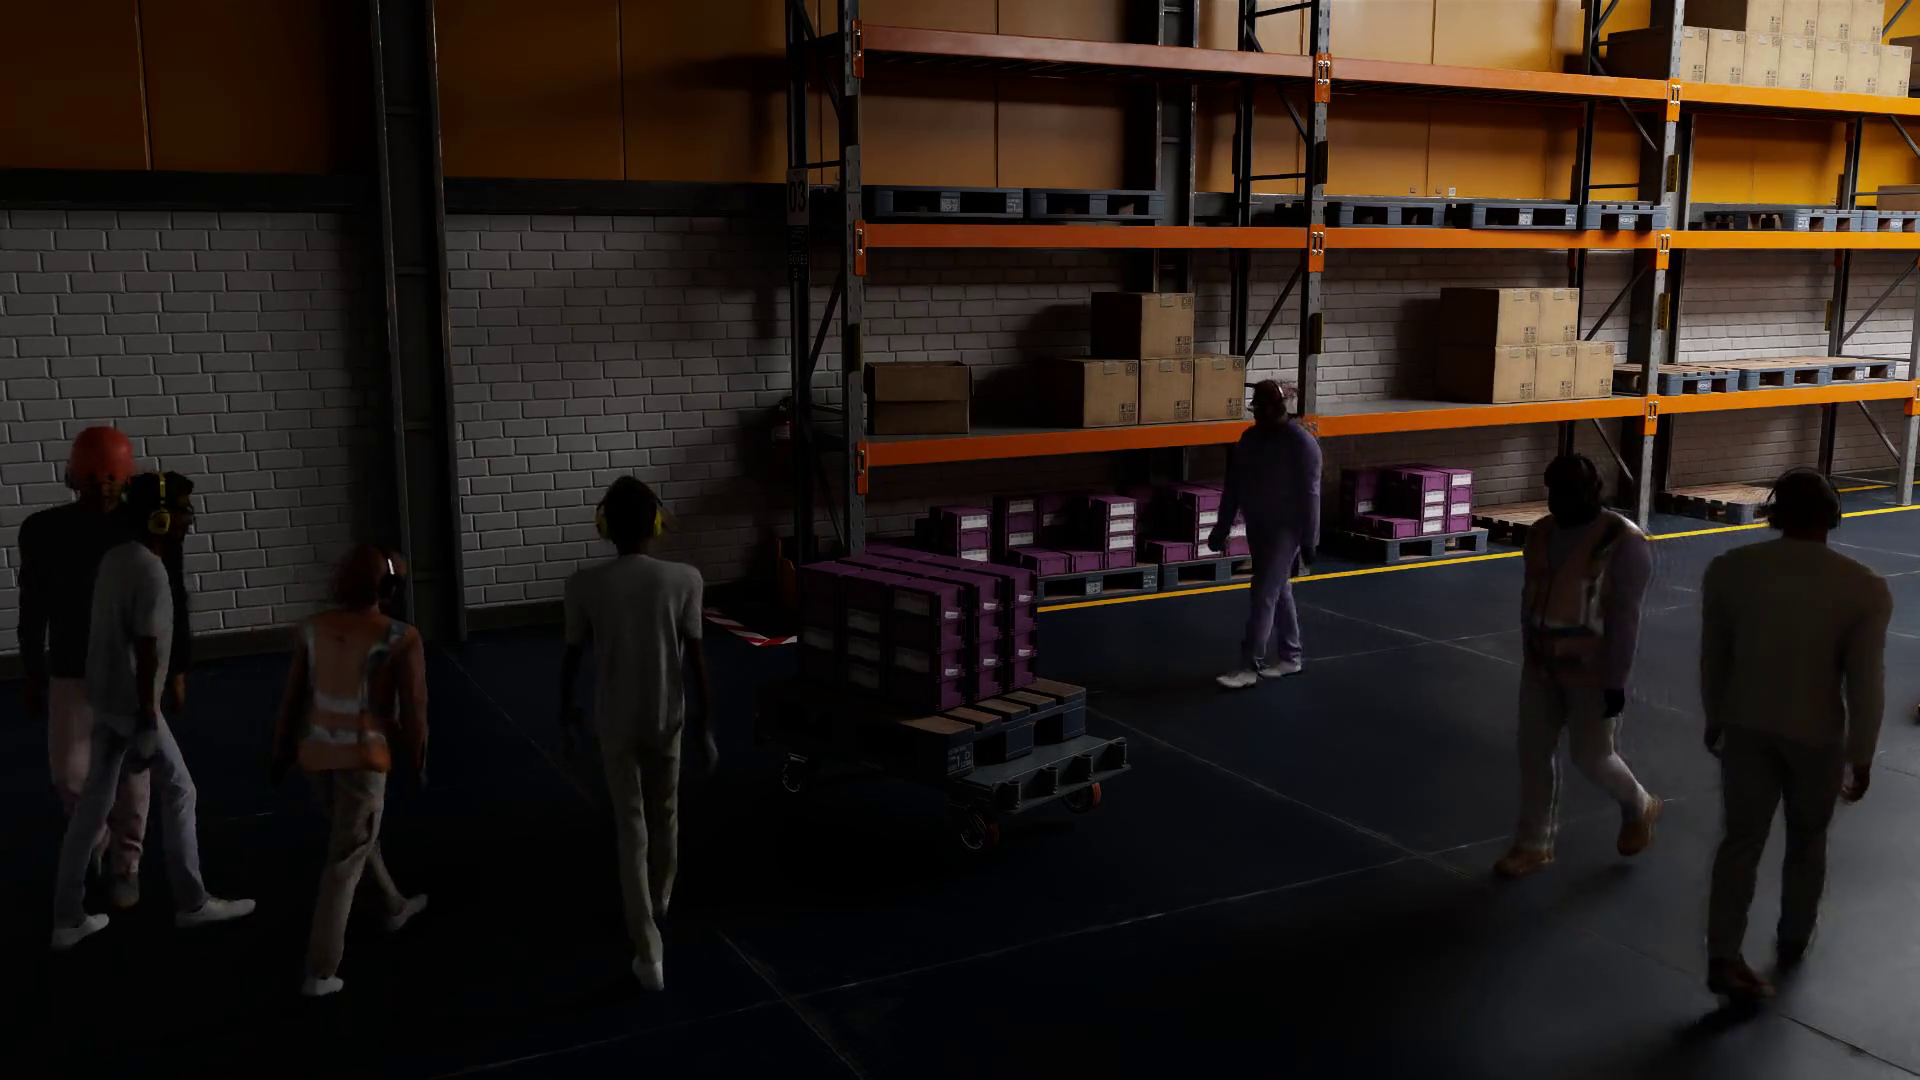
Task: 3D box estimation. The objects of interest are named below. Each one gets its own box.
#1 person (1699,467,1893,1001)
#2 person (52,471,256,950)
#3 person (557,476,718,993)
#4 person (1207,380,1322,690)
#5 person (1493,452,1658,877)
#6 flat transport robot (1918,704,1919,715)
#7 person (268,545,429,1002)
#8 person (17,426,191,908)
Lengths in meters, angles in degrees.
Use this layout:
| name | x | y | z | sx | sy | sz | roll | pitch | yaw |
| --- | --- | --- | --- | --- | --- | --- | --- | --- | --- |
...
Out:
| name | x | y | z | sx | sy | sz | roll | pitch | yaw |
| --- | --- | --- | --- | --- | --- | --- | --- | --- | --- |
| person | 2.931 | 0.696 | 5.939 | 0.628 | 1.905 | 0.942 | 7 | 12 | 34 |
| person | -3.185 | 0.656 | 6.373 | 0.528 | 1.817 | 0.704 | 8 | 13 | 40 |
| person | -1.218 | 0.670 | 6.202 | 0.564 | 1.820 | 0.948 | -3 | 10 | -15 |
| person | 1.798 | -0.033 | 10.126 | 0.887 | 1.866 | 0.637 | -5 | 11 | -25 |
| person | 2.641 | 0.526 | 7.046 | 0.685 | 1.825 | 0.636 | -5 | 11 | -28 |
| flat transport robot | 6.052 | 0.835 | 9.725 | 0.652 | 0.197 | 1.431 | 7 | 12 | 34 |
| person | -2.230 | 0.816 | 6.080 | 0.543 | 1.574 | 0.894 | 3 | 10 | 17 |
| person | -3.429 | 0.515 | 6.688 | 0.633 | 1.967 | 0.470 | -4 | 11 | -20 |
